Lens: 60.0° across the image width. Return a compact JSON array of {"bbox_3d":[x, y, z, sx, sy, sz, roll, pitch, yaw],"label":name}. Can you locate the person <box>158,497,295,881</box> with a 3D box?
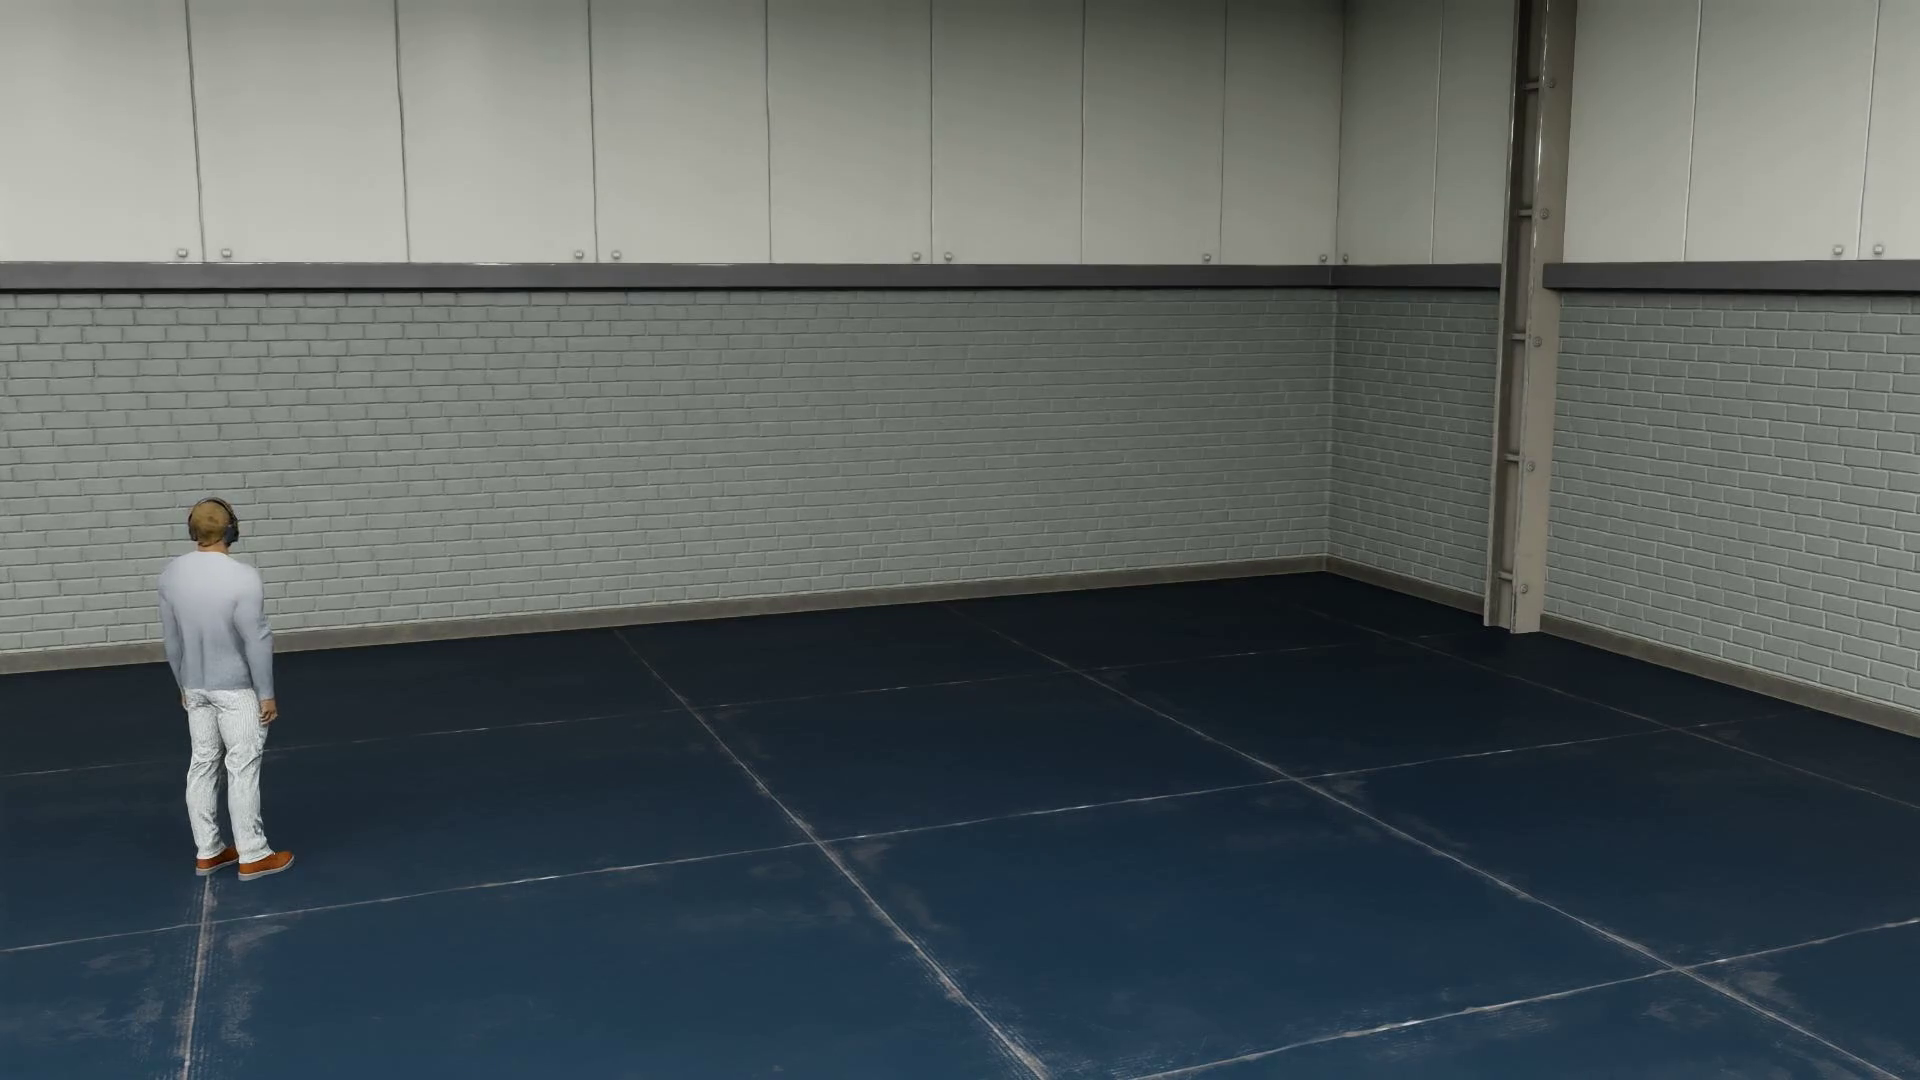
[{"bbox_3d":[-3.693,0.746,8.355,0.630,1.940,0.372,3,10,20],"label":"person"}]
